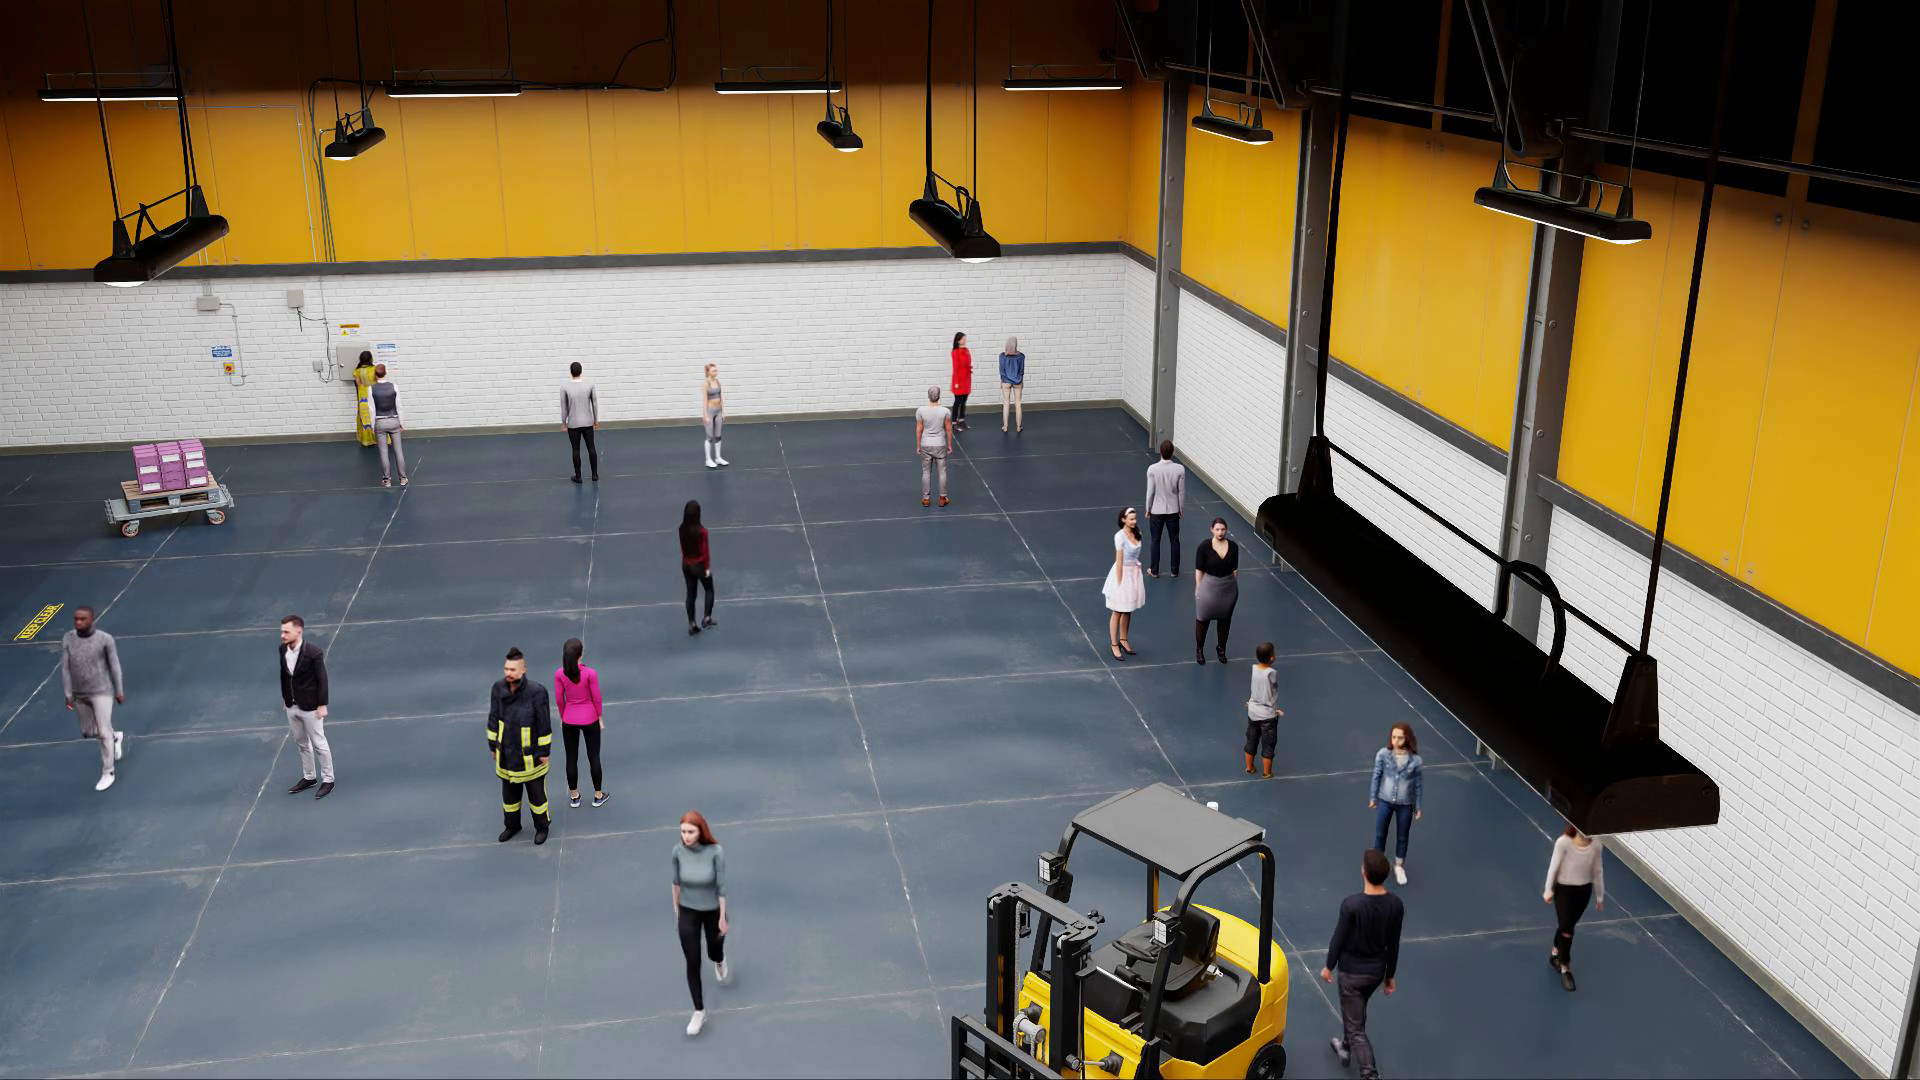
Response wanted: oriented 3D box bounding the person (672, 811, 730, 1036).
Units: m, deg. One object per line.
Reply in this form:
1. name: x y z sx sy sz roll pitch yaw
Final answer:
1. person: -1.919 2.807 12.539 0.749 1.724 1.067 2 19 5

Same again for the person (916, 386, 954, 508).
1. person: -0.391 -1.405 24.881 0.737 1.830 0.625 1 19 2

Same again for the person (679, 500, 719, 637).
1. person: -3.219 0.361 19.931 0.757 1.642 0.816 9 20 24

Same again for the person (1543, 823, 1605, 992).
1. person: 4.804 2.742 13.130 0.601 1.470 0.754 -2 19 -5

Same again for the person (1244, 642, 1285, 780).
1. person: 2.996 1.639 16.428 0.632 1.456 0.703 14 23 36

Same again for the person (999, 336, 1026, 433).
1. person: 0.911 -2.731 29.026 0.637 1.697 0.600 -1 19 -2

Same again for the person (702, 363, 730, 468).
1. person: -4.016 -2.032 26.942 0.698 1.704 0.649 15 24 38

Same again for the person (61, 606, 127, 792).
1. person: -8.458 1.483 16.318 0.794 1.822 1.035 0 19 0

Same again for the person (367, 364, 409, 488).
1. person: -8.921 -1.805 25.900 0.702 1.937 0.635 -7 20 -21

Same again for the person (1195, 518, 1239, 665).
1. person: 2.939 0.575 19.112 0.671 1.760 0.606 -2 19 -7

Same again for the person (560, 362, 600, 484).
1. person: -5.949 -1.848 26.051 0.790 1.923 0.714 -8 20 -21

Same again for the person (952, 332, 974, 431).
1. person: 0.025 -2.782 29.105 0.791 1.744 0.731 12 22 33

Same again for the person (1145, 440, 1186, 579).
1. person: 2.695 -0.409 21.887 0.700 1.852 0.620 -1 19 -3

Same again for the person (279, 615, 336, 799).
1. person: -6.296 1.577 16.008 0.736 1.842 0.732 7 20 21

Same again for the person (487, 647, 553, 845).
1. person: -3.997 1.859 15.143 0.846 1.859 0.829 4 19 10

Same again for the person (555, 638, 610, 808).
1. person: -3.607 1.725 15.792 0.628 1.698 0.628 0 19 1

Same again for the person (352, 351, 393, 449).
1. person: -9.930 -2.383 28.050 0.946 1.660 0.901 2 19 6

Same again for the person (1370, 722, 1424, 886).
1. person: 3.805 2.271 14.517 0.669 1.478 0.664 6 20 18

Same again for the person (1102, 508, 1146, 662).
1. person: 1.916 0.490 19.270 0.910 1.819 0.856 16 24 38

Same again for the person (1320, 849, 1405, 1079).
1. person: 2.831 3.078 11.562 0.730 1.835 1.216 -5 19 -16
